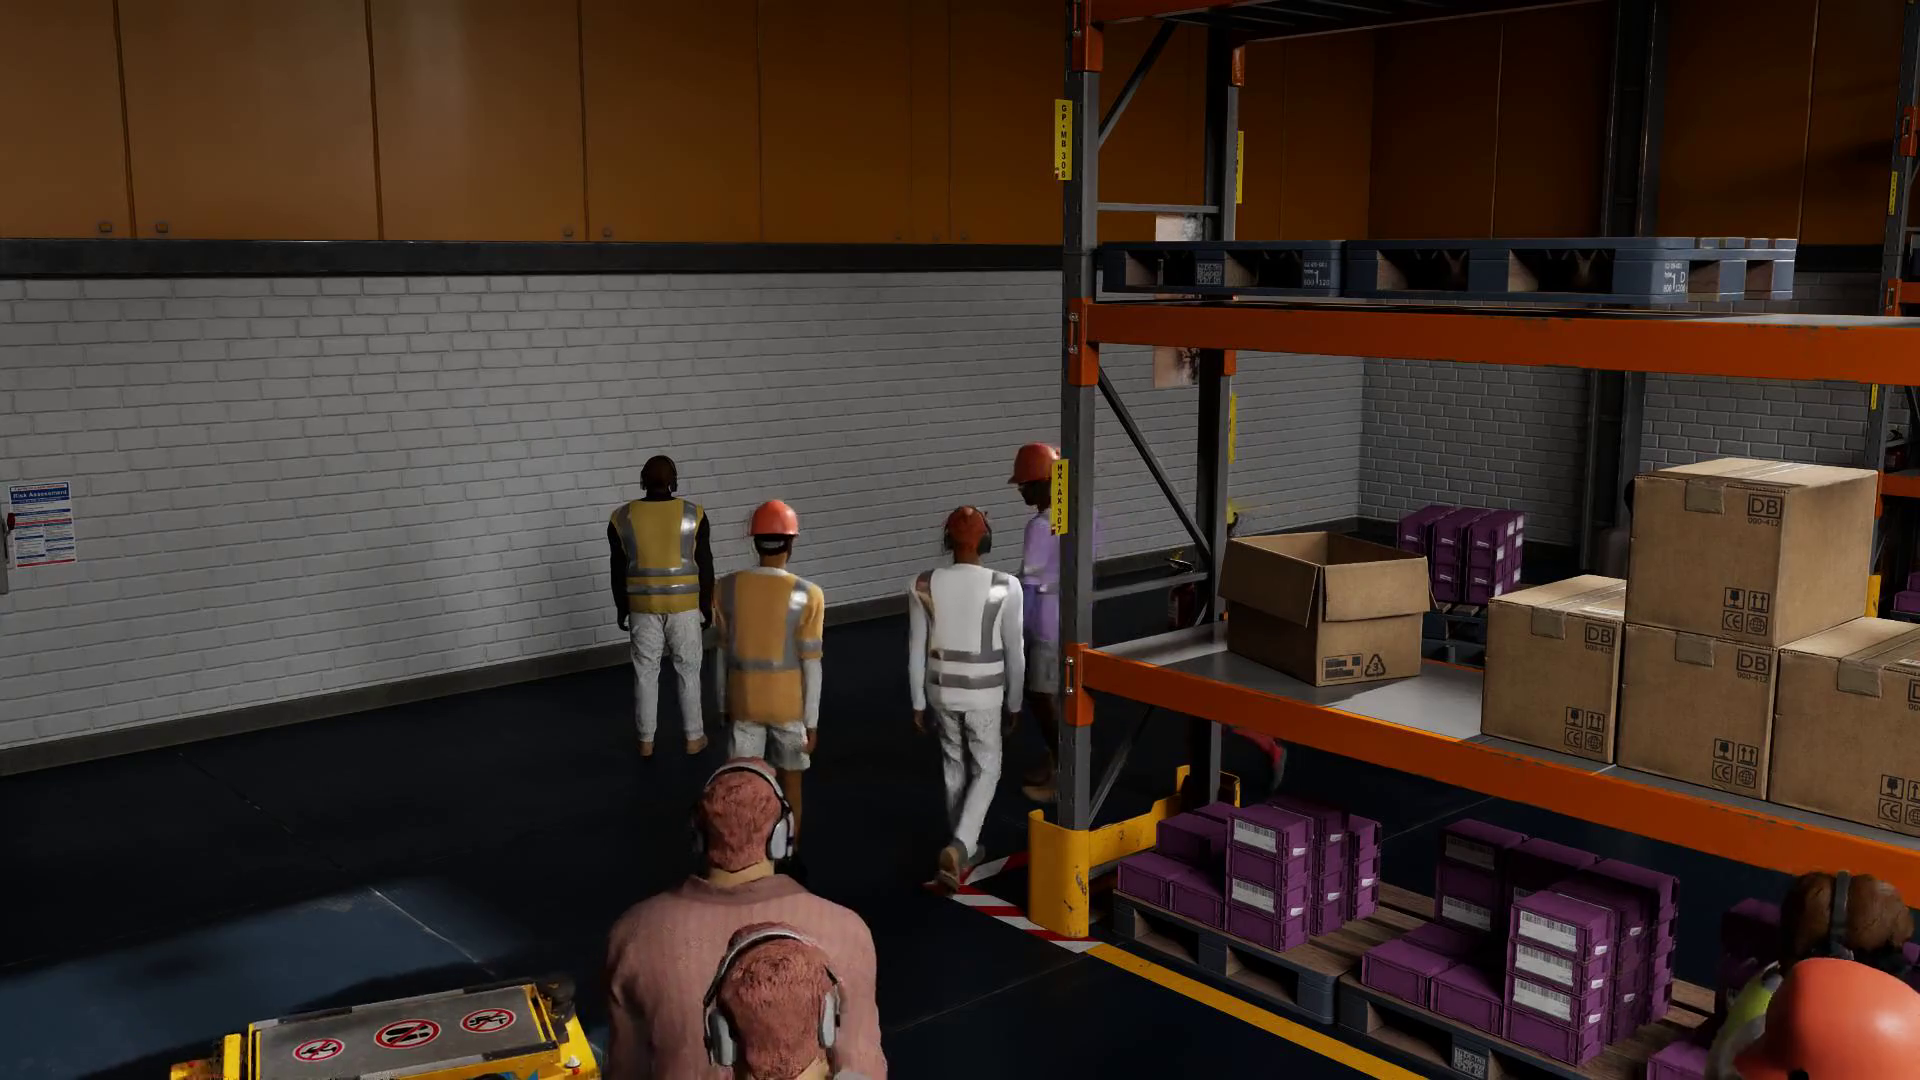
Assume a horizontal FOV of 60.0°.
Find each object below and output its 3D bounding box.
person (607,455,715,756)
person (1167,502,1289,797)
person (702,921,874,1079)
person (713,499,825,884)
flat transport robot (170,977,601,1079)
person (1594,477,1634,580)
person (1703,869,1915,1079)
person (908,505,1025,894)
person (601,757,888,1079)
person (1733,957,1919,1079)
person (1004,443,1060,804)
[{"bbox_3d":[-1.802,0.401,10.115,0.625,1.844,0.429,-1,10,-5],"label":"person"},{"bbox_3d":[1.470,0.611,9.164,0.706,1.743,0.536,-5,11,-27],"label":"person"},{"bbox_3d":[-0.284,1.601,2.953,0.660,1.884,0.428,-4,10,-21],"label":"person"},{"bbox_3d":[-0.906,0.782,7.693,0.560,1.902,0.760,1,10,9],"label":"person"},{"bbox_3d":[-2.073,1.888,5.999,1.431,0.197,0.652,-4,11,-22],"label":"flat transport robot"},{"bbox_3d":[3.661,0.568,9.080,0.330,1.864,0.512,-4,11,-23],"label":"person"},{"bbox_3d":[1.789,1.562,3.468,0.966,1.792,0.631,7,12,36],"label":"person"},{"bbox_3d":[0.008,0.769,7.934,0.569,1.863,0.745,3,10,17],"label":"person"},{"bbox_3d":[-0.483,1.422,3.997,0.681,1.880,0.757,1,10,5],"label":"person"},{"bbox_3d":[1.431,1.614,2.754,0.375,1.931,0.542,2,10,12],"label":"person"},{"bbox_3d":[0.445,0.474,9.176,0.515,2.013,0.611,3,10,17],"label":"person"}]
